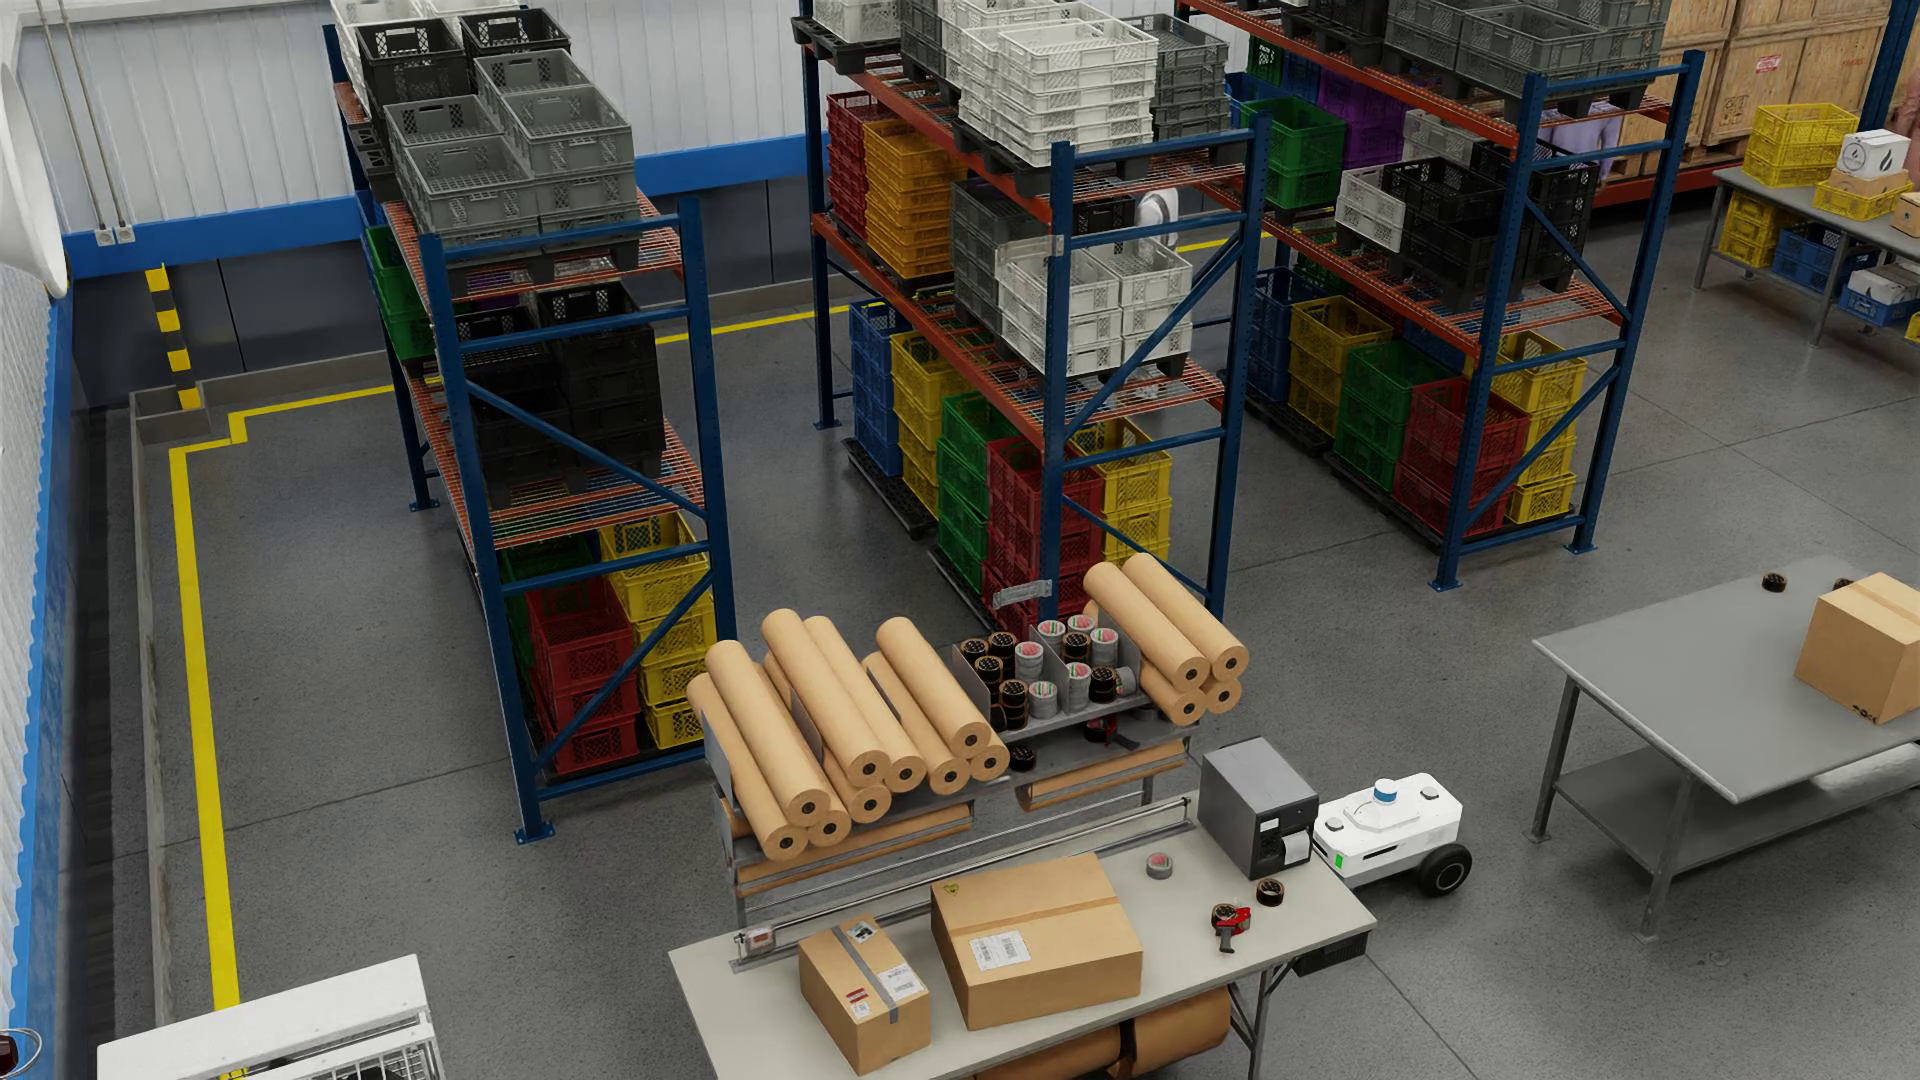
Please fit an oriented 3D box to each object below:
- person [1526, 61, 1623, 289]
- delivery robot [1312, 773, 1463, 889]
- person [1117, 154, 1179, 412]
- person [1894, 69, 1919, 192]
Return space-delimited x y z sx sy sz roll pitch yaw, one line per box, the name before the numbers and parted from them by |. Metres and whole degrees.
person | 4.786 -2.898 13.071 0.635 1.939 0.362 9 33 15
delivery robot | 1.888 1.293 7.490 0.707 0.478 0.477 -13 34 -20
person | 1.304 -1.789 11.334 0.345 1.879 0.581 10 33 16
person | 8.097 -3.313 13.805 0.670 1.878 0.464 5 32 9
